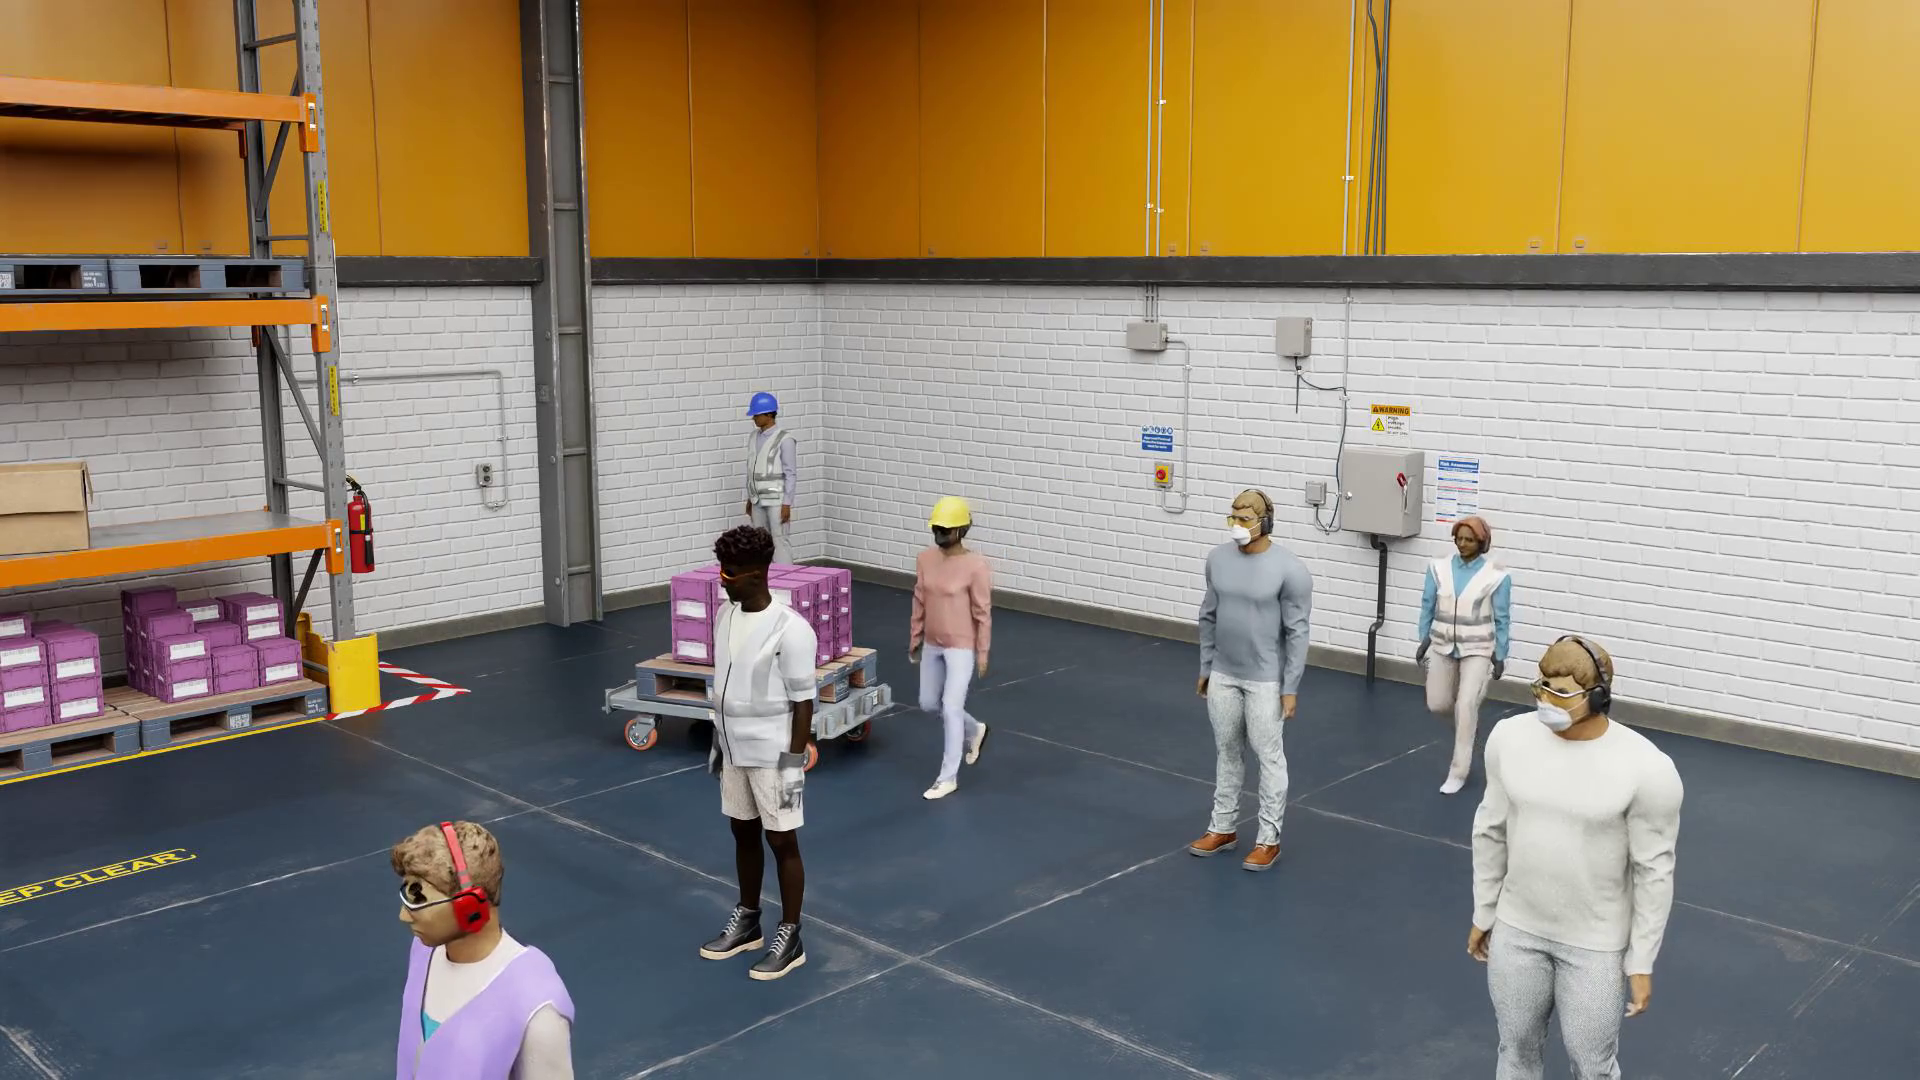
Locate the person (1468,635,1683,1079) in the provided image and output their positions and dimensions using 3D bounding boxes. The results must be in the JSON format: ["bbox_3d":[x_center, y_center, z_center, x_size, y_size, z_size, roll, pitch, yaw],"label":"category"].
[{"bbox_3d":[1.877,1.235,5.179,0.627,1.935,0.371,9,13,44],"label":"person"}]

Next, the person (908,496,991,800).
[{"bbox_3d":[-0.014,0.596,9.647,0.543,1.747,0.610,8,12,39],"label":"person"}]

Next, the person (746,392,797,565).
[{"bbox_3d":[-1.718,-0.359,14.937,0.602,1.940,0.402,9,13,44],"label":"person"}]

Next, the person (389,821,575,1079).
[{"bbox_3d":[-1.061,1.511,3.779,0.563,1.838,0.389,9,13,44],"label":"person"}]

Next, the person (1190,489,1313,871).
[{"bbox_3d":[1.470,0.700,8.447,0.627,1.940,0.371,9,13,44],"label":"person"}]

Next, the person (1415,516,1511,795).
[{"bbox_3d":[2.968,0.644,9.740,0.532,1.619,0.579,8,12,39],"label":"person"}]

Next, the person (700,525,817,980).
[{"bbox_3d":[-0.875,0.899,7.159,0.600,1.959,0.375,9,13,44],"label":"person"}]
